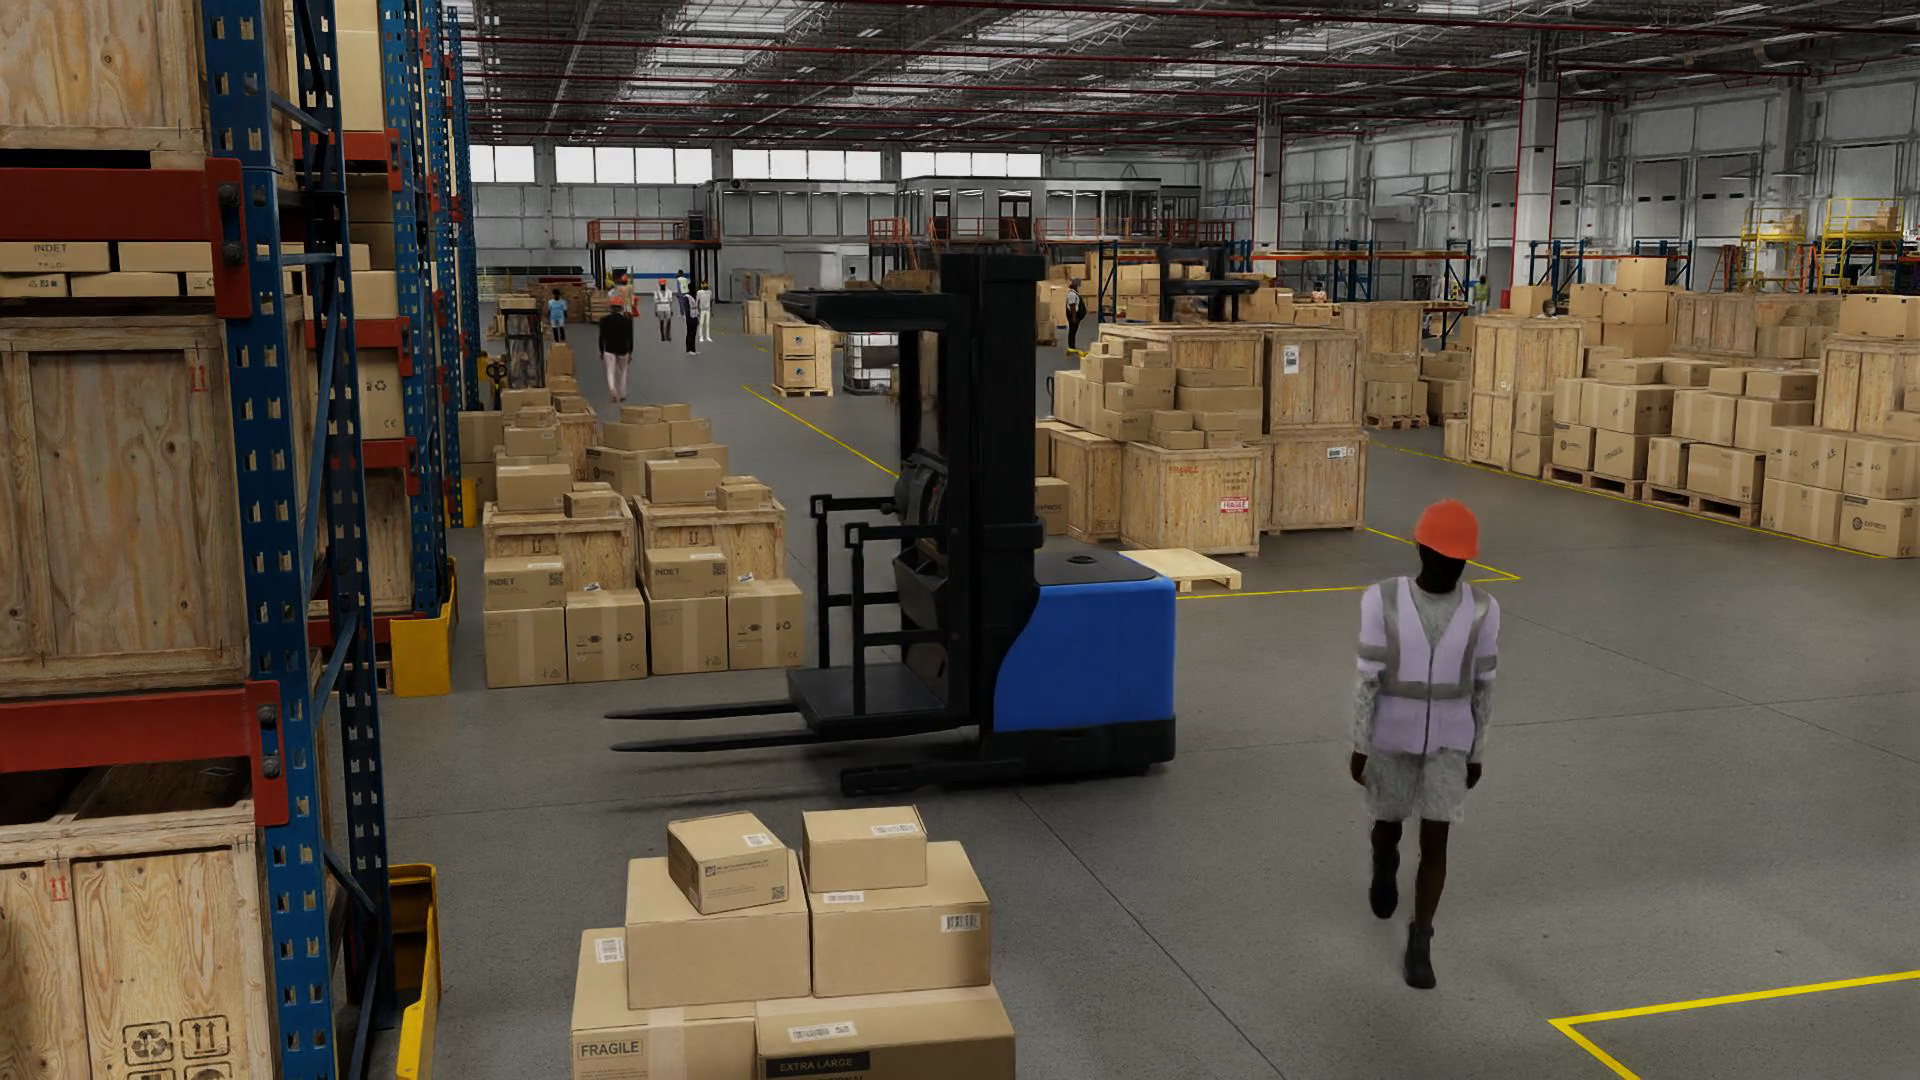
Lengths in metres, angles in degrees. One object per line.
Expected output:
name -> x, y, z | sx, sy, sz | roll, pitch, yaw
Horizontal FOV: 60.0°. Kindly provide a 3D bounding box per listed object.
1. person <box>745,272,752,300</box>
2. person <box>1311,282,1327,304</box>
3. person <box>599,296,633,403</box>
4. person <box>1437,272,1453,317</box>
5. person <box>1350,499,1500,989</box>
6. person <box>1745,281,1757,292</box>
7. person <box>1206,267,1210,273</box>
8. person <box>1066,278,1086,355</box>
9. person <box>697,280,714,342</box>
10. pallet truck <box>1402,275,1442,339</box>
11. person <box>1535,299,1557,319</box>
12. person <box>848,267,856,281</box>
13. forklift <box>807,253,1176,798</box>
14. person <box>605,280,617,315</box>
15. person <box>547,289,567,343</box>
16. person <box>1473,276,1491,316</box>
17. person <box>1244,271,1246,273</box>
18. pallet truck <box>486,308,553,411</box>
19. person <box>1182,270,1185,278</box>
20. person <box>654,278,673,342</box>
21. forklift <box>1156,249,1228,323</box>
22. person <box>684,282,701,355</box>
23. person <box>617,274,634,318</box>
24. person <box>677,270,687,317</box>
person -> -9.427, -11.113, 74.356 | 0.394, 1.730, 0.625 | -1, 10, -5
person -> 11.926, -7.730, 55.323 | 0.535, 1.694, 0.321 | 5, 11, 27
person -> -6.275, -3.460, 30.347 | 0.616, 1.975, 0.797 | -2, 10, -9
person -> 19.876, -10.066, 68.112 | 0.624, 1.844, 0.430 | 5, 11, 27
person -> 1.824, 0.761, 6.608 | 0.566, 1.912, 0.651 | 1, 10, 7
person -> 27.297, -8.212, 57.372 | 0.586, 1.928, 0.365 | -9, 13, -40
person -> 12.430, -12.829, 83.778 | 0.575, 1.824, 1.014 | -3, 10, -16
person -> 3.085, -5.953, 44.258 | 0.536, 2.000, 0.673 | 1, 10, 4
person -> -7.696, -6.935, 50.300 | 0.515, 1.872, 0.333 | -6, 12, -32
pallet truck -> 14.620, -7.324, 52.145 | 0.823, 1.965, 1.885 | 8, 13, 40
person -> 10.415, -3.318, 29.626 | 0.627, 1.940, 0.375 | -6, 12, -31
person -> -4.847, -11.293, 74.707 | 0.370, 1.966, 0.608 | -5, 11, -24
forklift -> 0.166, -0.162, 9.092 | 1.873, 2.768, 1.129 | -3, 10, -15
person -> -11.078, -7.360, 52.874 | 0.414, 1.821, 0.611 | 0, 10, 3
person -> -11.340, -6.219, 46.782 | 0.539, 1.677, 0.502 | -1, 10, -5
person -> 19.079, -8.760, 60.854 | 0.624, 1.803, 0.945 | 3, 11, 18
person -> 10.935, -9.320, 63.614 | 0.543, 1.939, 0.361 | -9, 13, -41
pallet truck -> -6.242, -2.418, 24.362 | 0.823, 1.965, 1.885 | 1, 10, 3
person -> 11.018, -12.299, 81.153 | 0.913, 1.700, 0.504 | -4, 11, -22
person -> -8.910, -6.926, 50.160 | 0.557, 1.901, 0.870 | -3, 11, -19
forklift -> 3.170, -2.608, 22.942 | 1.129, 2.768, 1.873 | -3, 10, -15
person -> -7.113, -5.861, 44.085 | 0.377, 1.917, 0.599 | 3, 10, 17
person -> -11.412, -8.089, 56.681 | 0.562, 1.919, 0.417 | 0, 10, -2
person -> -11.331, -10.038, 67.734 | 0.378, 1.917, 0.598 | 4, 11, 21
